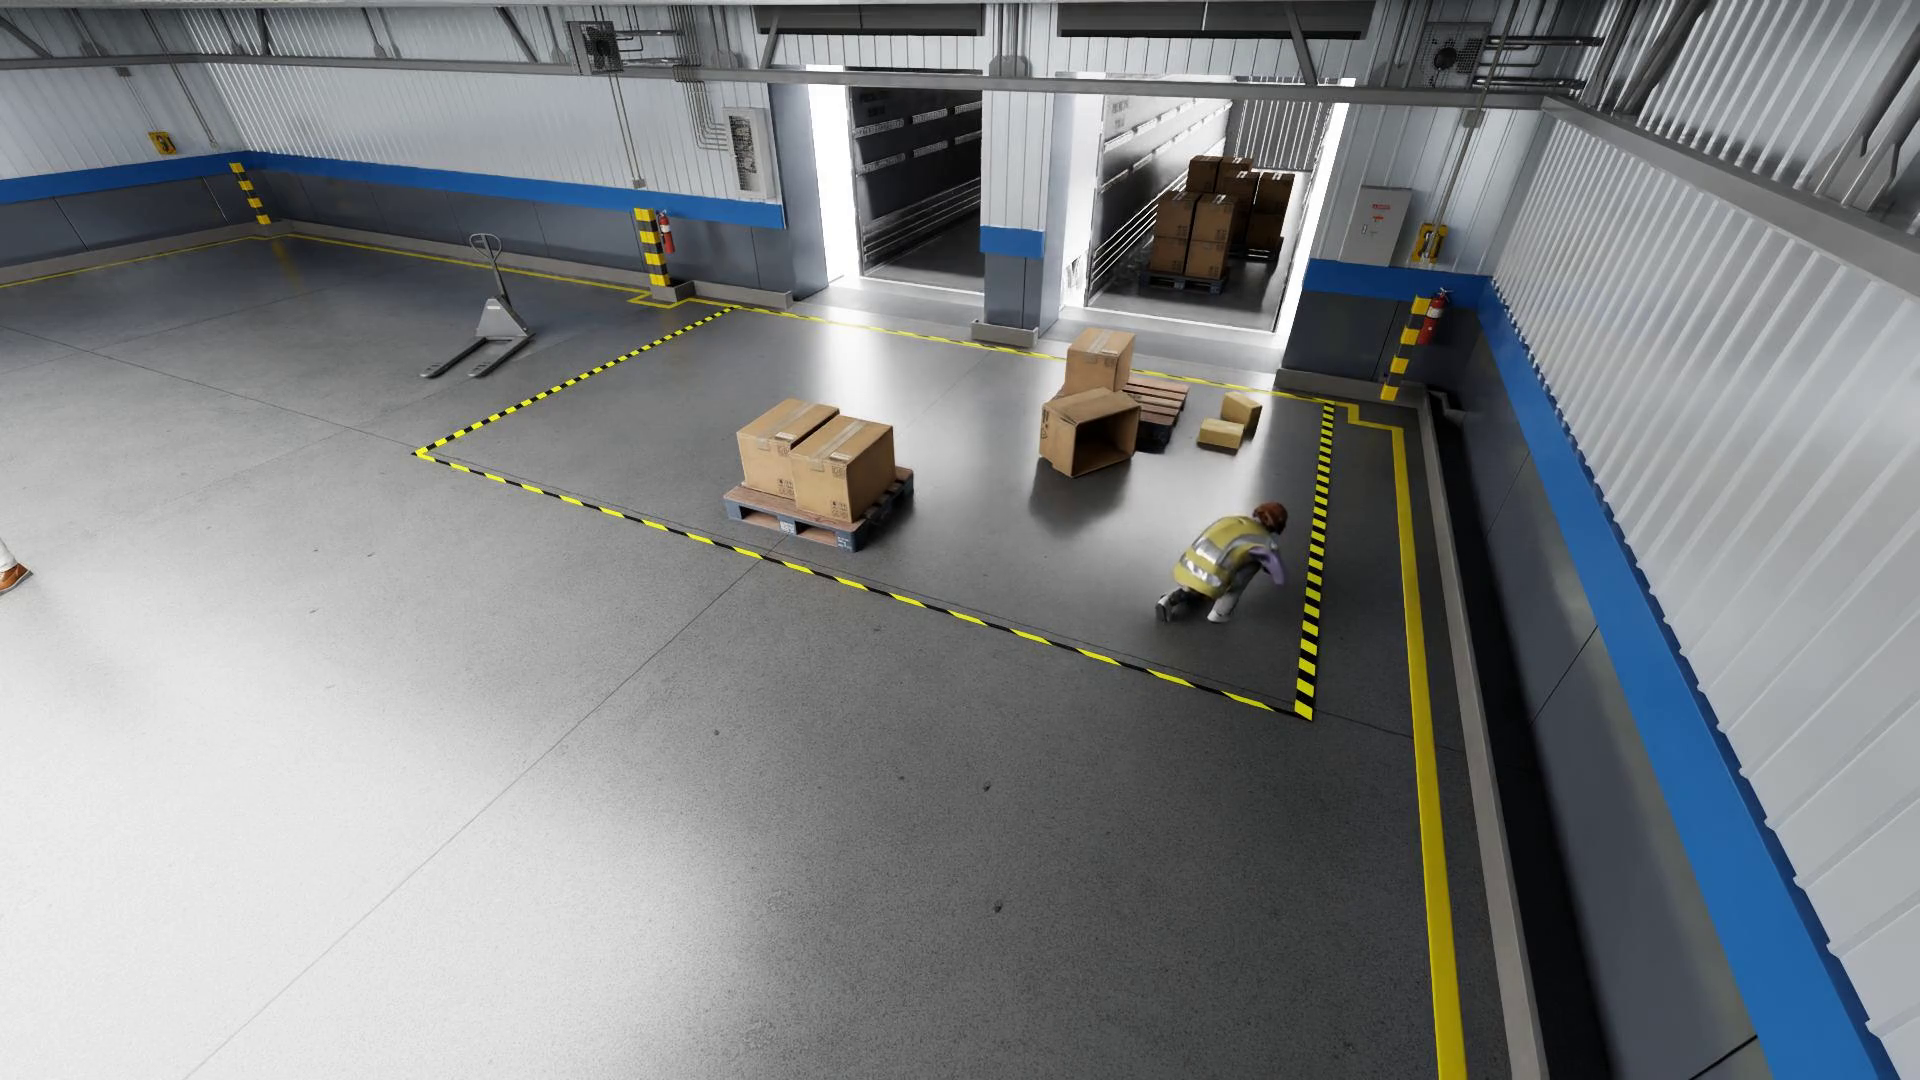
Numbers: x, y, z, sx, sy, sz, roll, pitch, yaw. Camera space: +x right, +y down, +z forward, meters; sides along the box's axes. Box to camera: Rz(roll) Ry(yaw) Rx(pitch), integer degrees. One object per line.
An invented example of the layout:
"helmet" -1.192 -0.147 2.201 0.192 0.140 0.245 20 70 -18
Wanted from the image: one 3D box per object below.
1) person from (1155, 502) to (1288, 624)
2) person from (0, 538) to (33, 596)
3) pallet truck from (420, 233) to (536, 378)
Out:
"person" 1.729 0.204 4.777 0.902 0.790 0.521 -15 38 -20
"person" -6.878 -0.456 4.649 0.615 1.945 0.395 0 35 0
"pallet truck" -5.664 -2.712 8.427 0.680 1.201 1.601 0 35 -1
